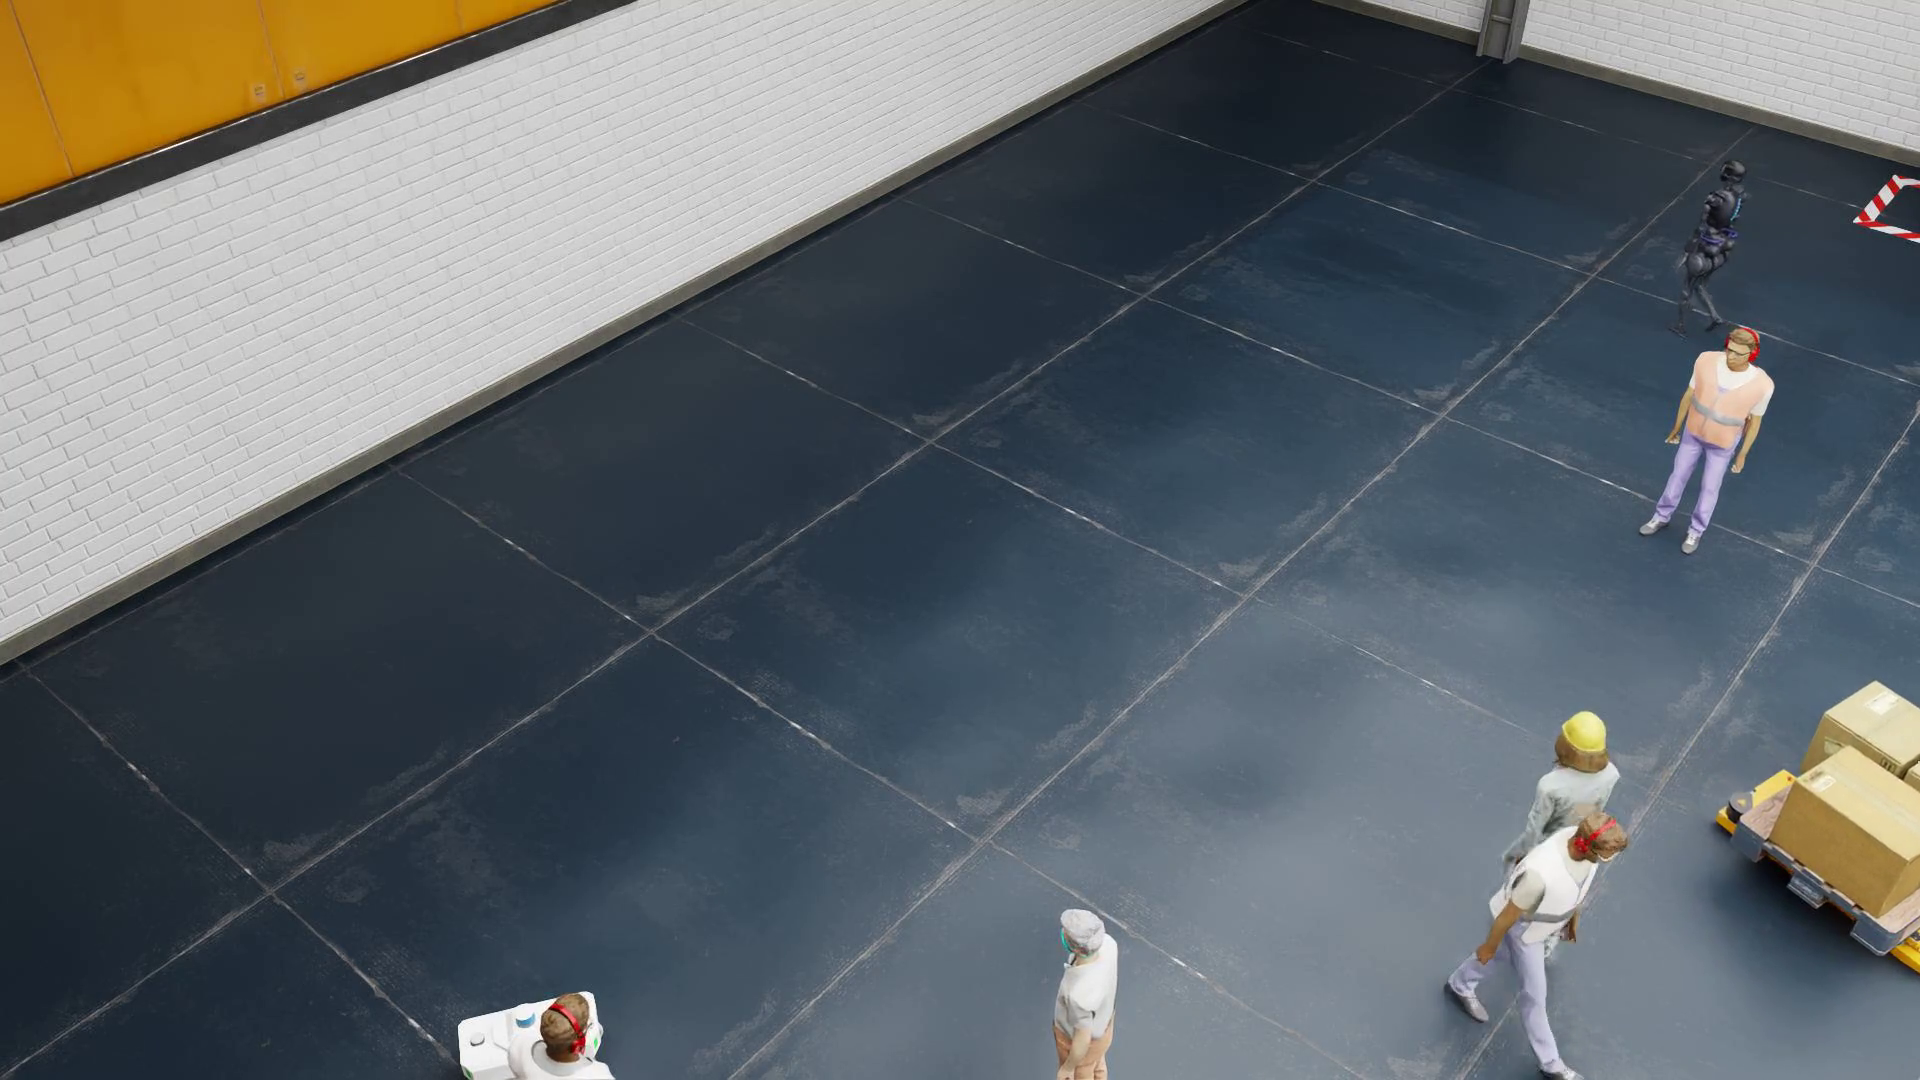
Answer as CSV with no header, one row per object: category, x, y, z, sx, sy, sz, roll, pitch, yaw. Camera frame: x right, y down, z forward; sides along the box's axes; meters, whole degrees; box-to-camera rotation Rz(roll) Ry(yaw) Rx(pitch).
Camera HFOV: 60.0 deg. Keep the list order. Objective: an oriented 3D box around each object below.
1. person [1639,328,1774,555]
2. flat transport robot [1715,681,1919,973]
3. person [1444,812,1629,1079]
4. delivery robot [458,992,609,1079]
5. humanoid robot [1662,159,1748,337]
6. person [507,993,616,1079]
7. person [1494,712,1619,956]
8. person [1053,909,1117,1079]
person,5.402,-0.735,11.941,0.396,1.847,0.563,-31,48,-33
flat transport robot,5.323,1.931,9.890,0.659,0.231,1.431,-22,44,-25
person,3.018,2.044,8.546,0.647,1.773,0.969,-31,48,-32
delivery robot,-2.269,2.673,8.756,0.815,0.614,0.499,-10,40,-13
humanoid robot,6.419,-2.463,14.222,0.599,1.651,0.423,-22,44,-25
person,-1.738,2.741,7.640,0.568,1.832,0.401,16,42,19
person,3.258,1.607,9.129,0.507,1.723,0.491,-10,40,-13
person,0.595,2.401,8.129,0.302,1.743,0.493,13,41,15
